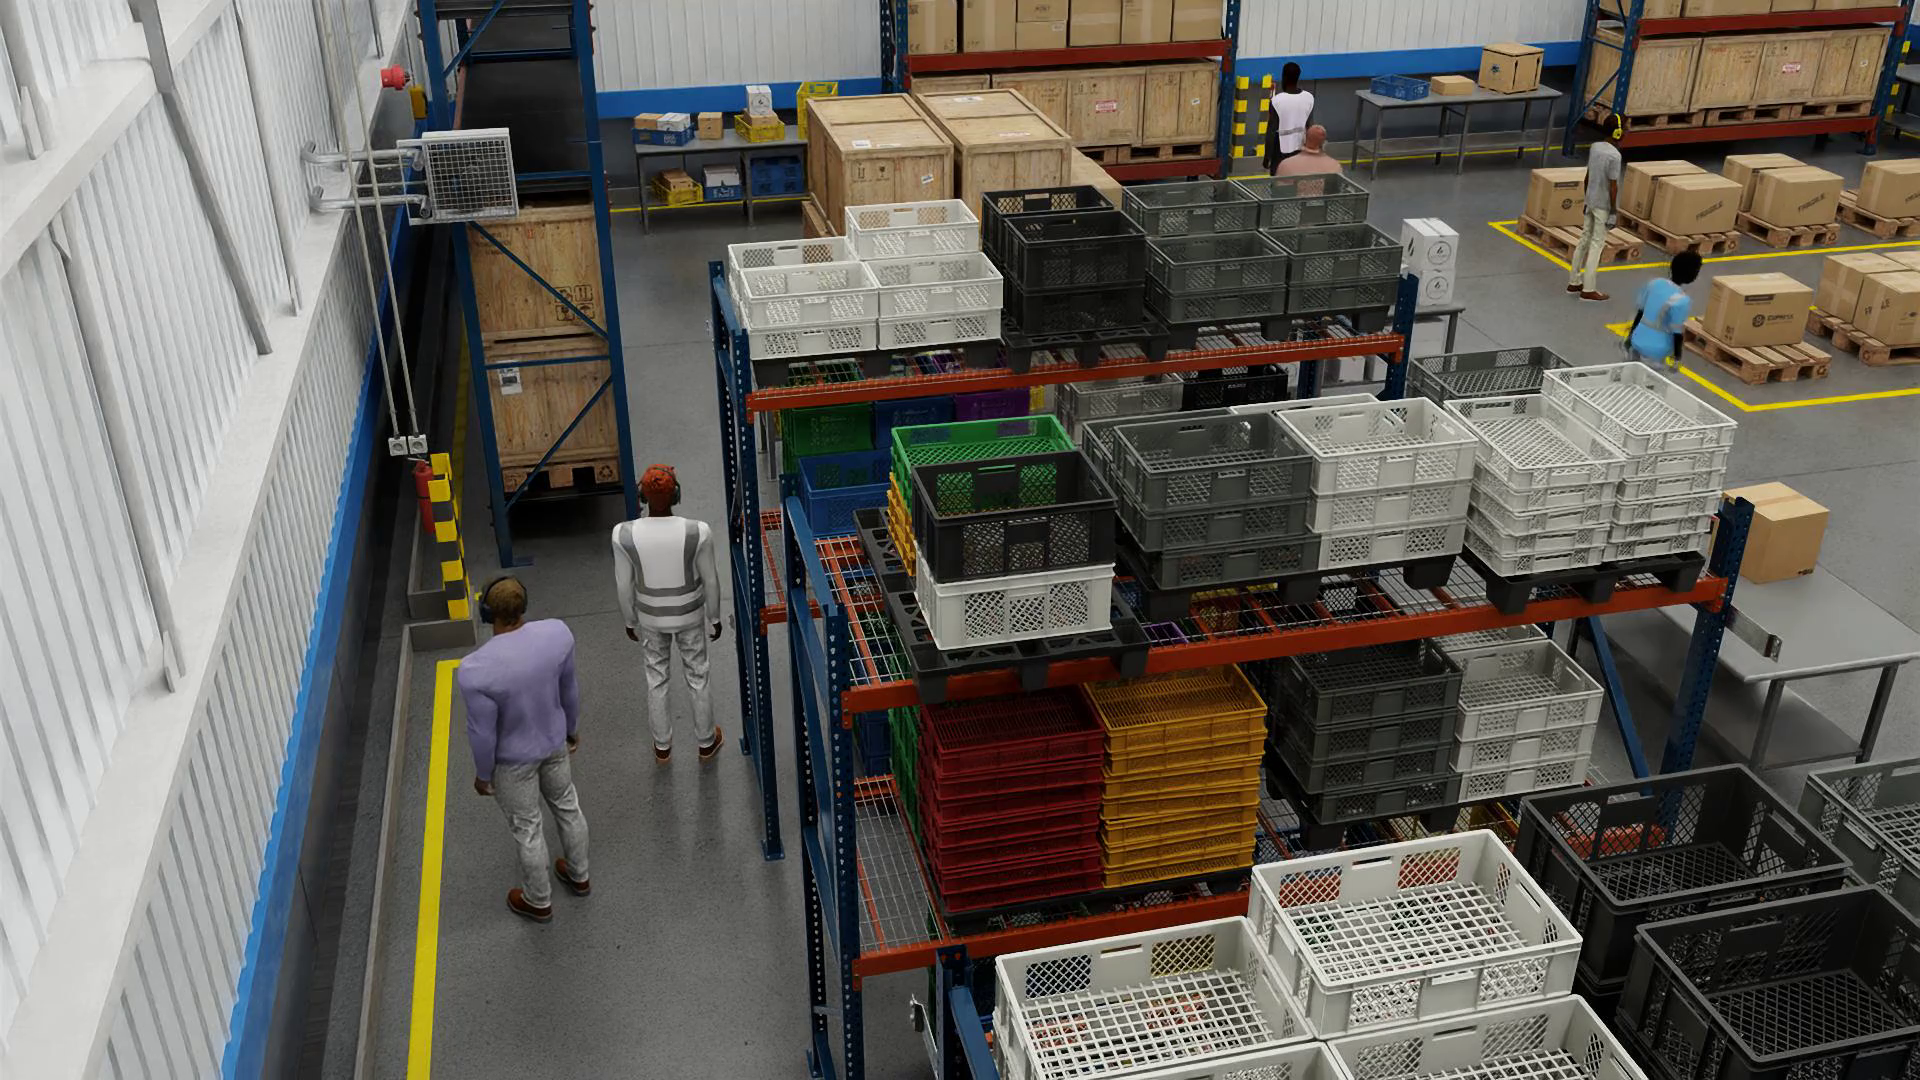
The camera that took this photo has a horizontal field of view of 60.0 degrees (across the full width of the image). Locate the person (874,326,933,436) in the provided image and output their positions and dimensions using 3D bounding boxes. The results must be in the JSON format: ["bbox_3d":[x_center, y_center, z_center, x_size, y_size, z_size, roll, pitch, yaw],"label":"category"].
[{"bbox_3d":[-0.338,-0.789,11.888,0.626,1.804,0.765,25,37,38],"label":"person"}]

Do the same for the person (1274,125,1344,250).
[{"bbox_3d":[3.351,-3.032,16.086,0.663,1.868,0.702,-1,28,-3],"label":"person"}]

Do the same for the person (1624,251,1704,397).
[{"bbox_3d":[5.614,-1.547,13.458,0.454,1.660,0.549,-2,28,-4],"label":"person"}]

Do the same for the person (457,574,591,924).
[{"bbox_3d":[-2.154,1.037,8.275,0.371,1.939,0.629,23,35,36],"label":"person"}]

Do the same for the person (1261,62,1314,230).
[{"bbox_3d":[3.640,-4.325,18.486,0.585,1.910,0.388,-16,32,-27],"label":"person"}]

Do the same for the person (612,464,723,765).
[{"bbox_3d":[-1.639,0.436,9.474,0.575,1.883,0.355,-2,28,-3],"label":"person"}]

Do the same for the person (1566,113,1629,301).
[{"bbox_3d":[6.412,-3.332,16.636,0.328,1.872,0.513,-7,29,-13],"label":"person"}]
